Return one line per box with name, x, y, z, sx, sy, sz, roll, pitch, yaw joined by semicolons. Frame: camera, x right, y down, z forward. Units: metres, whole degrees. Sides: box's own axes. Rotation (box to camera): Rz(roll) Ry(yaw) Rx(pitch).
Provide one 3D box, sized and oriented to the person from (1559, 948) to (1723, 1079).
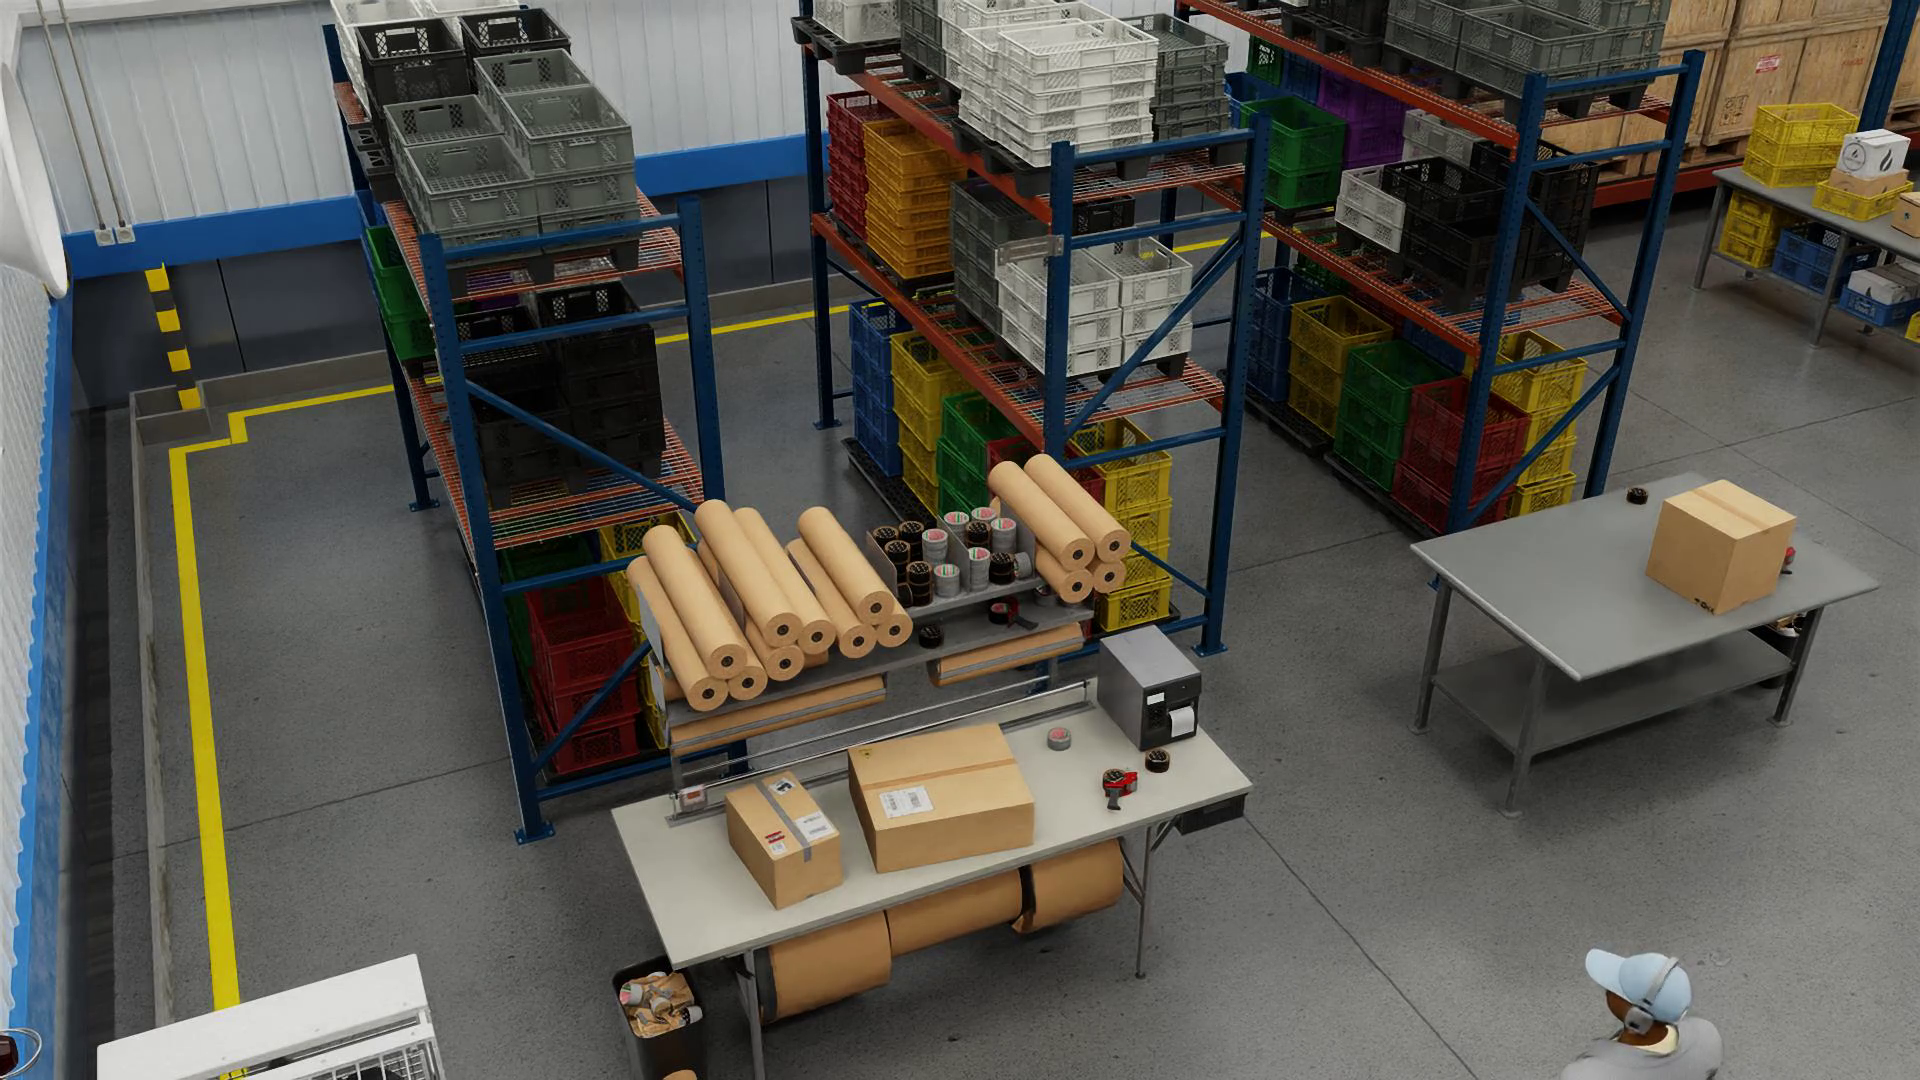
person;2.008;1.980;5.245;0.595;1.852;0.369;-14;34;-21
